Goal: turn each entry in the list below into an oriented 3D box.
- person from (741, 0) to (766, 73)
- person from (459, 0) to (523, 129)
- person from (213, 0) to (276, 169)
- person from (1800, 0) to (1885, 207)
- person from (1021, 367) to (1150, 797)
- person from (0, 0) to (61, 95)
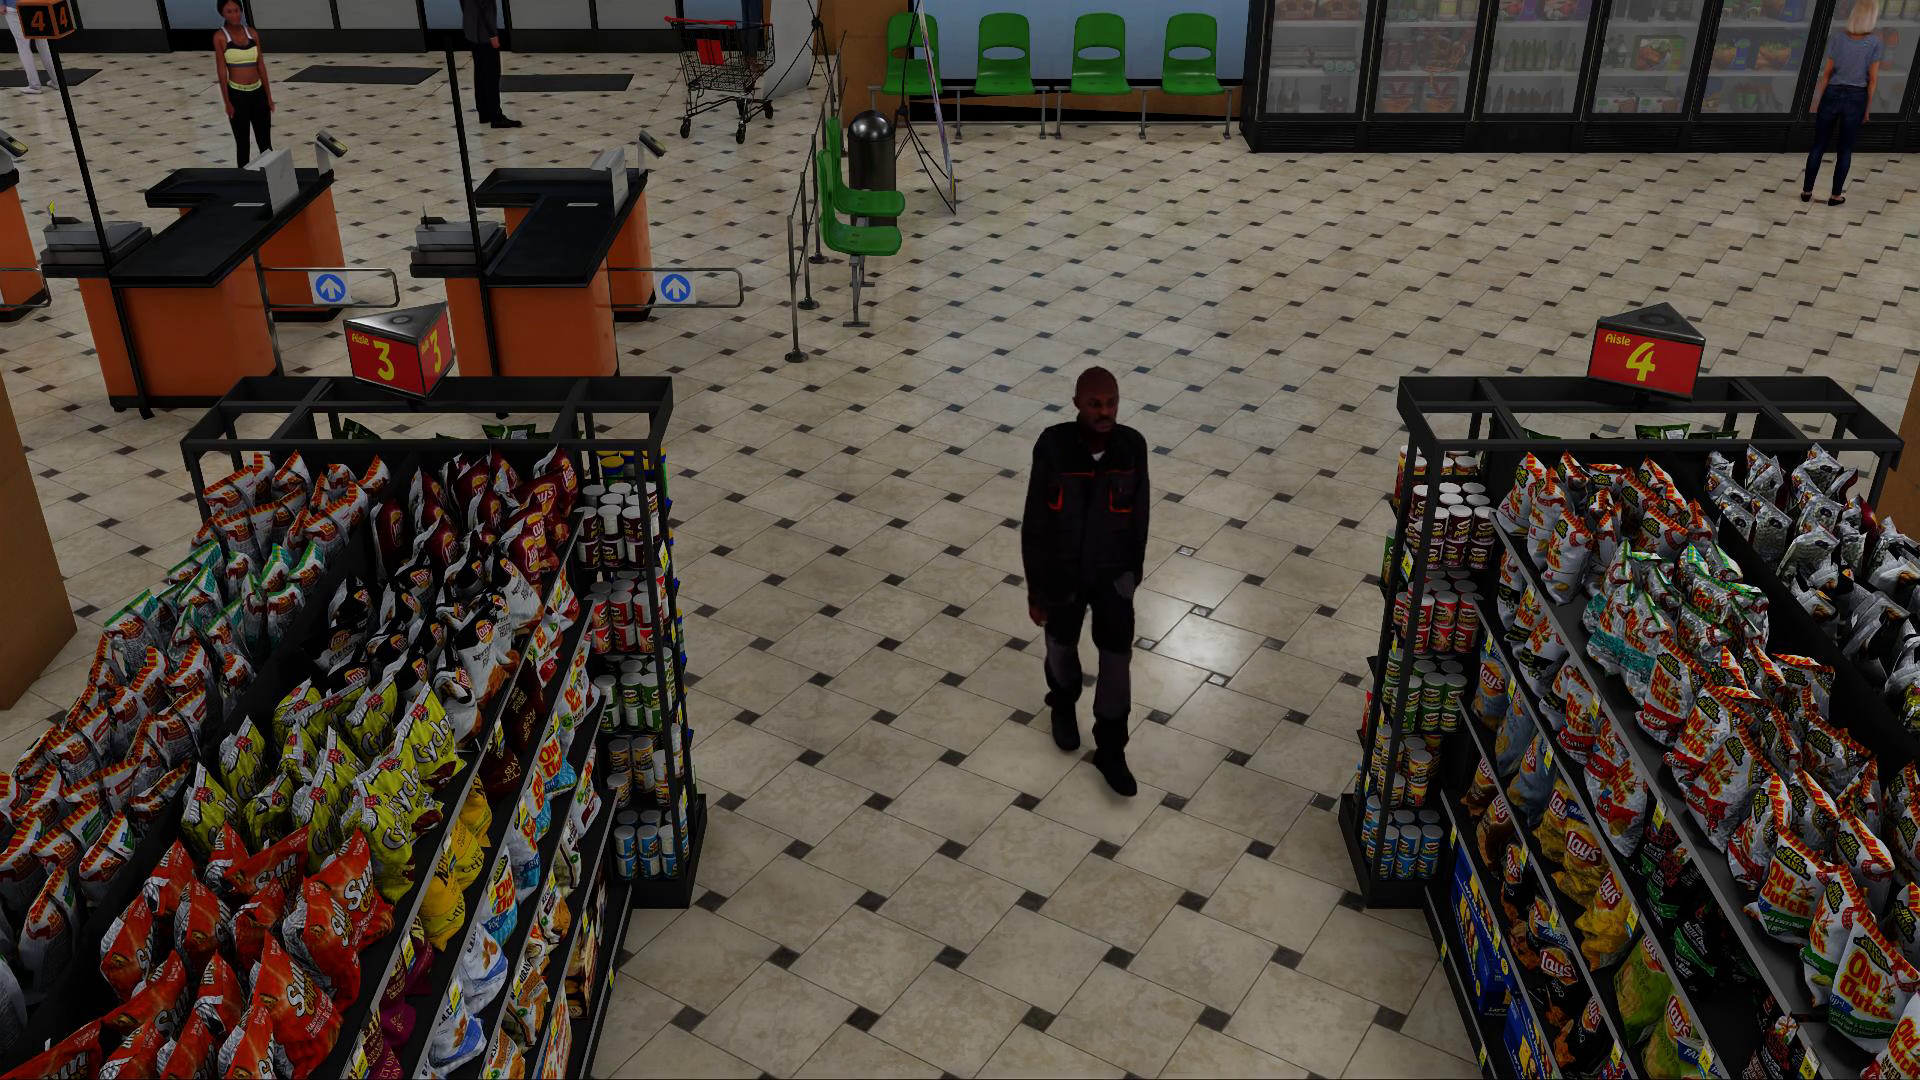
[{"bbox_3d":[-2.327,-6.102,18.355,0.728,1.792,0.618,-15,32,-26],"label":"person"},{"bbox_3d":[-4.672,-4.992,16.269,0.872,1.842,0.772,-19,34,-31],"label":"person"},{"bbox_3d":[-5.997,-3.695,13.986,0.635,1.753,0.683,-23,36,-35],"label":"person"},{"bbox_3d":[7.449,-3.694,14.017,0.654,1.723,0.685,19,34,31],"label":"person"},{"bbox_3d":[0.505,0.076,7.027,0.720,1.804,0.959,-1,29,-2],"label":"person"},{"bbox_3d":[-9.856,-5.657,17.440,0.802,1.888,0.682,16,32,26],"label":"person"}]
